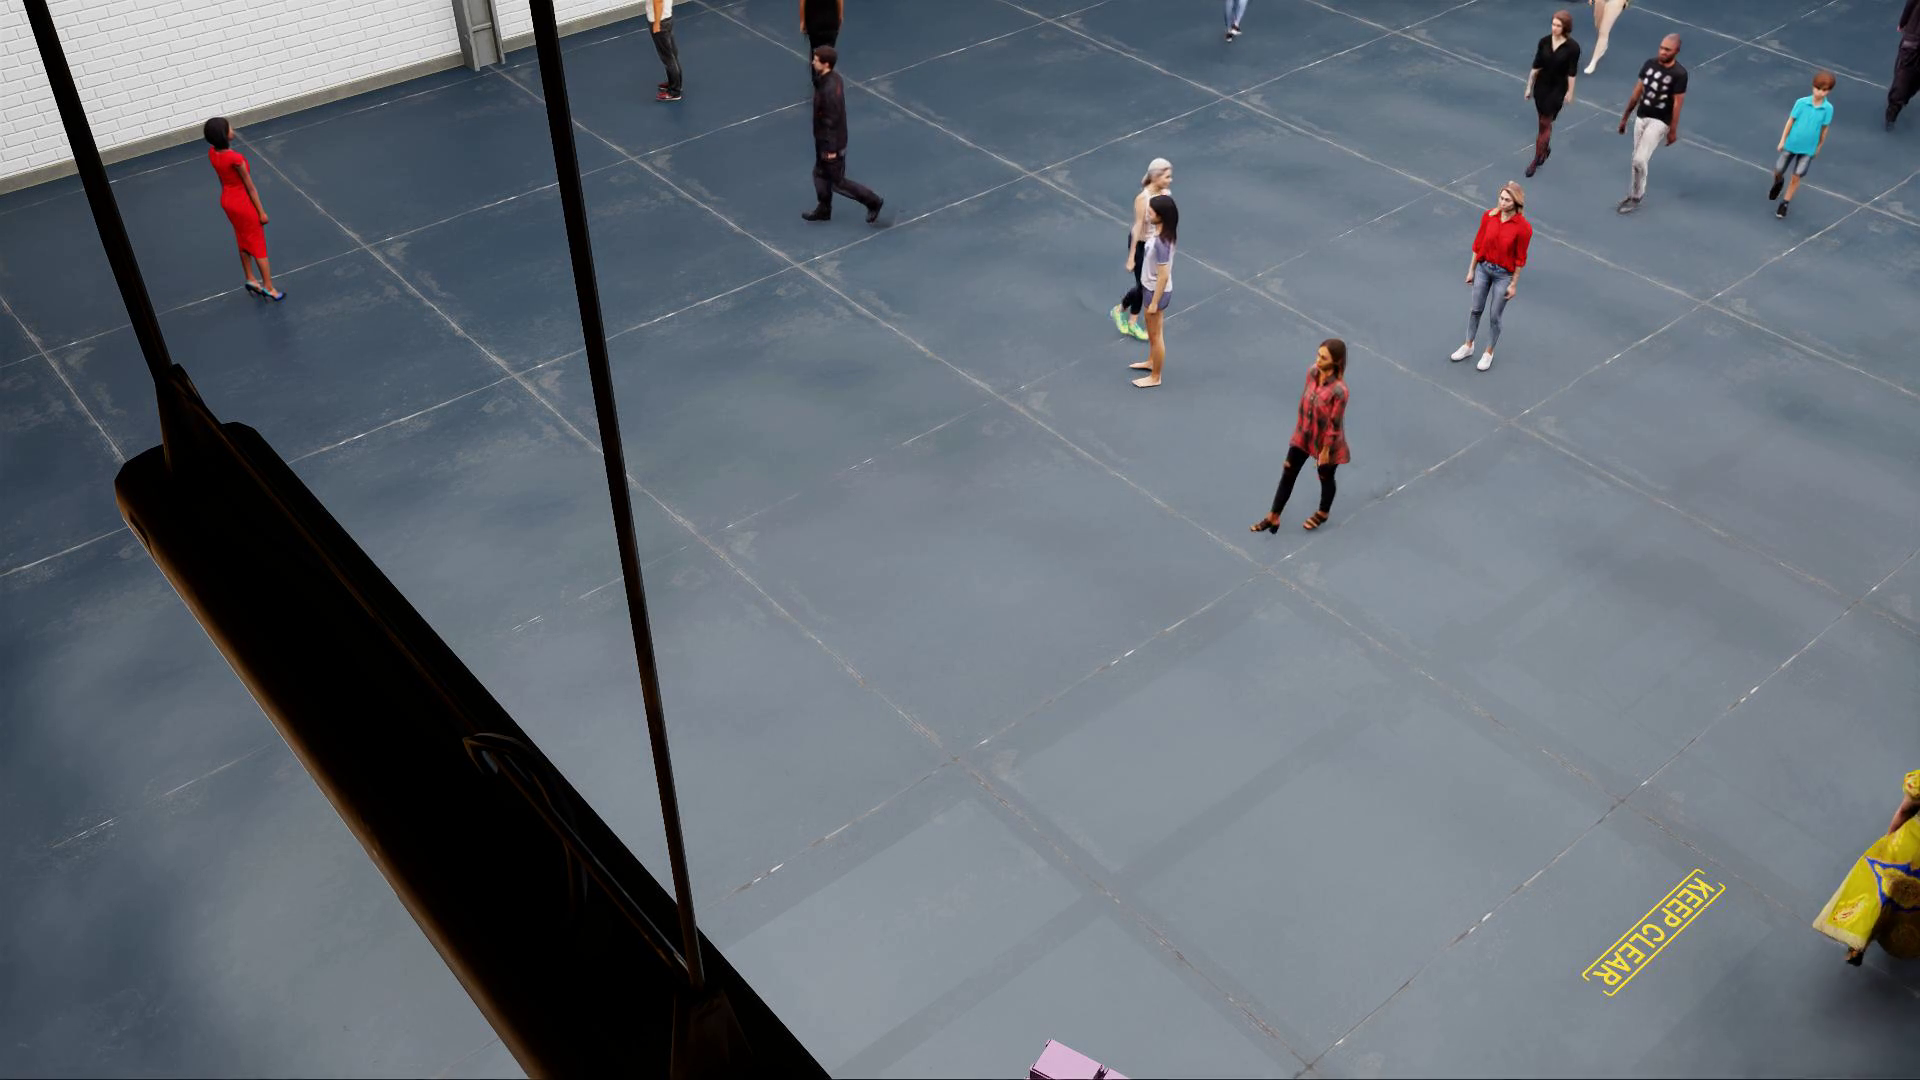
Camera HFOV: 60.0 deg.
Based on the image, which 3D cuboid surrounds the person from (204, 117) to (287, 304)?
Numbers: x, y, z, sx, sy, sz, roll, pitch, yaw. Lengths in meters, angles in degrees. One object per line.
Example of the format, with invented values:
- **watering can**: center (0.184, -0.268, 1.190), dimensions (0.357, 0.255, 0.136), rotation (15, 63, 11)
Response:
- **person**: center (-6.439, -2.955, 14.902), dimensions (0.623, 1.741, 0.594), rotation (22, 44, 25)

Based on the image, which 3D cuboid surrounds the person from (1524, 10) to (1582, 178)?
- **person**: center (6.091, -4.617, 17.031), dimensions (0.796, 1.682, 0.617), rotation (-31, 48, -33)

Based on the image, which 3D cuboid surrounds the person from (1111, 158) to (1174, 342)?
- **person**: center (1.541, -2.548, 14.437), dimensions (0.621, 1.686, 0.730), rotation (-29, 47, -31)

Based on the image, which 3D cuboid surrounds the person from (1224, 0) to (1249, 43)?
- **person**: center (3.261, -6.709, 19.655), dimensions (0.774, 1.675, 0.834), rotation (12, 40, 15)

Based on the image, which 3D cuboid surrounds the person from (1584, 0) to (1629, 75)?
- **person**: center (7.501, -6.246, 19.124), dimensions (0.729, 1.614, 1.090), rotation (25, 45, 28)

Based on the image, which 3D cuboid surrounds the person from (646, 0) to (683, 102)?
- **person**: center (-3.287, -5.775, 18.384), dimensions (0.756, 1.802, 0.710), rotation (1, 39, 1)

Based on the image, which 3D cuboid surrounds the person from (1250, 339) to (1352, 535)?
- **person**: center (2.700, -0.757, 12.199), dimensions (0.945, 1.681, 0.726), rotation (-20, 43, -23)

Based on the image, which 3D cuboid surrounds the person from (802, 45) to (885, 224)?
- **person**: center (-1.138, -3.849, 15.962), dimensions (1.191, 1.815, 1.066), rotation (-3, 39, -4)

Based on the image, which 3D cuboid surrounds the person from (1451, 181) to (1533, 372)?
- **person**: center (4.514, -2.237, 14.032), dimensions (0.653, 1.704, 0.552), rotation (28, 46, 30)

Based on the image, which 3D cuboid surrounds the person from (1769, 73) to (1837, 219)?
- **person**: center (8.269, -3.917, 16.344), dimensions (0.676, 1.445, 0.791), rotation (18, 42, 21)

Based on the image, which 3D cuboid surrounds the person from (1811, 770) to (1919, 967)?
- **person**: center (5.245, 1.771, 9.067), dimensions (0.898, 1.638, 1.170), rotation (28, 46, 30)

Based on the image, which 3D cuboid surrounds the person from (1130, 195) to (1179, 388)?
- **person**: center (1.629, -2.078, 13.809), dimensions (0.706, 1.736, 0.656), rotation (1, 39, 2)

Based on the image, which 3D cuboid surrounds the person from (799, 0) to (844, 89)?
- **person**: center (-1.524, -5.668, 18.305), dimensions (0.931, 1.733, 0.996), rotation (3, 39, 3)

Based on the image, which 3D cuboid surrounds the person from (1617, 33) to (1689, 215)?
- **person**: center (6.843, -4.103, 16.299), dimensions (0.753, 1.792, 0.742), rotation (-21, 43, -24)

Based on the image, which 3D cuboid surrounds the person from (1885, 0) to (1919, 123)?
- **person**: center (10.346, -5.389, 17.852), dimensions (1.075, 1.862, 1.353), rotation (16, 41, 19)
